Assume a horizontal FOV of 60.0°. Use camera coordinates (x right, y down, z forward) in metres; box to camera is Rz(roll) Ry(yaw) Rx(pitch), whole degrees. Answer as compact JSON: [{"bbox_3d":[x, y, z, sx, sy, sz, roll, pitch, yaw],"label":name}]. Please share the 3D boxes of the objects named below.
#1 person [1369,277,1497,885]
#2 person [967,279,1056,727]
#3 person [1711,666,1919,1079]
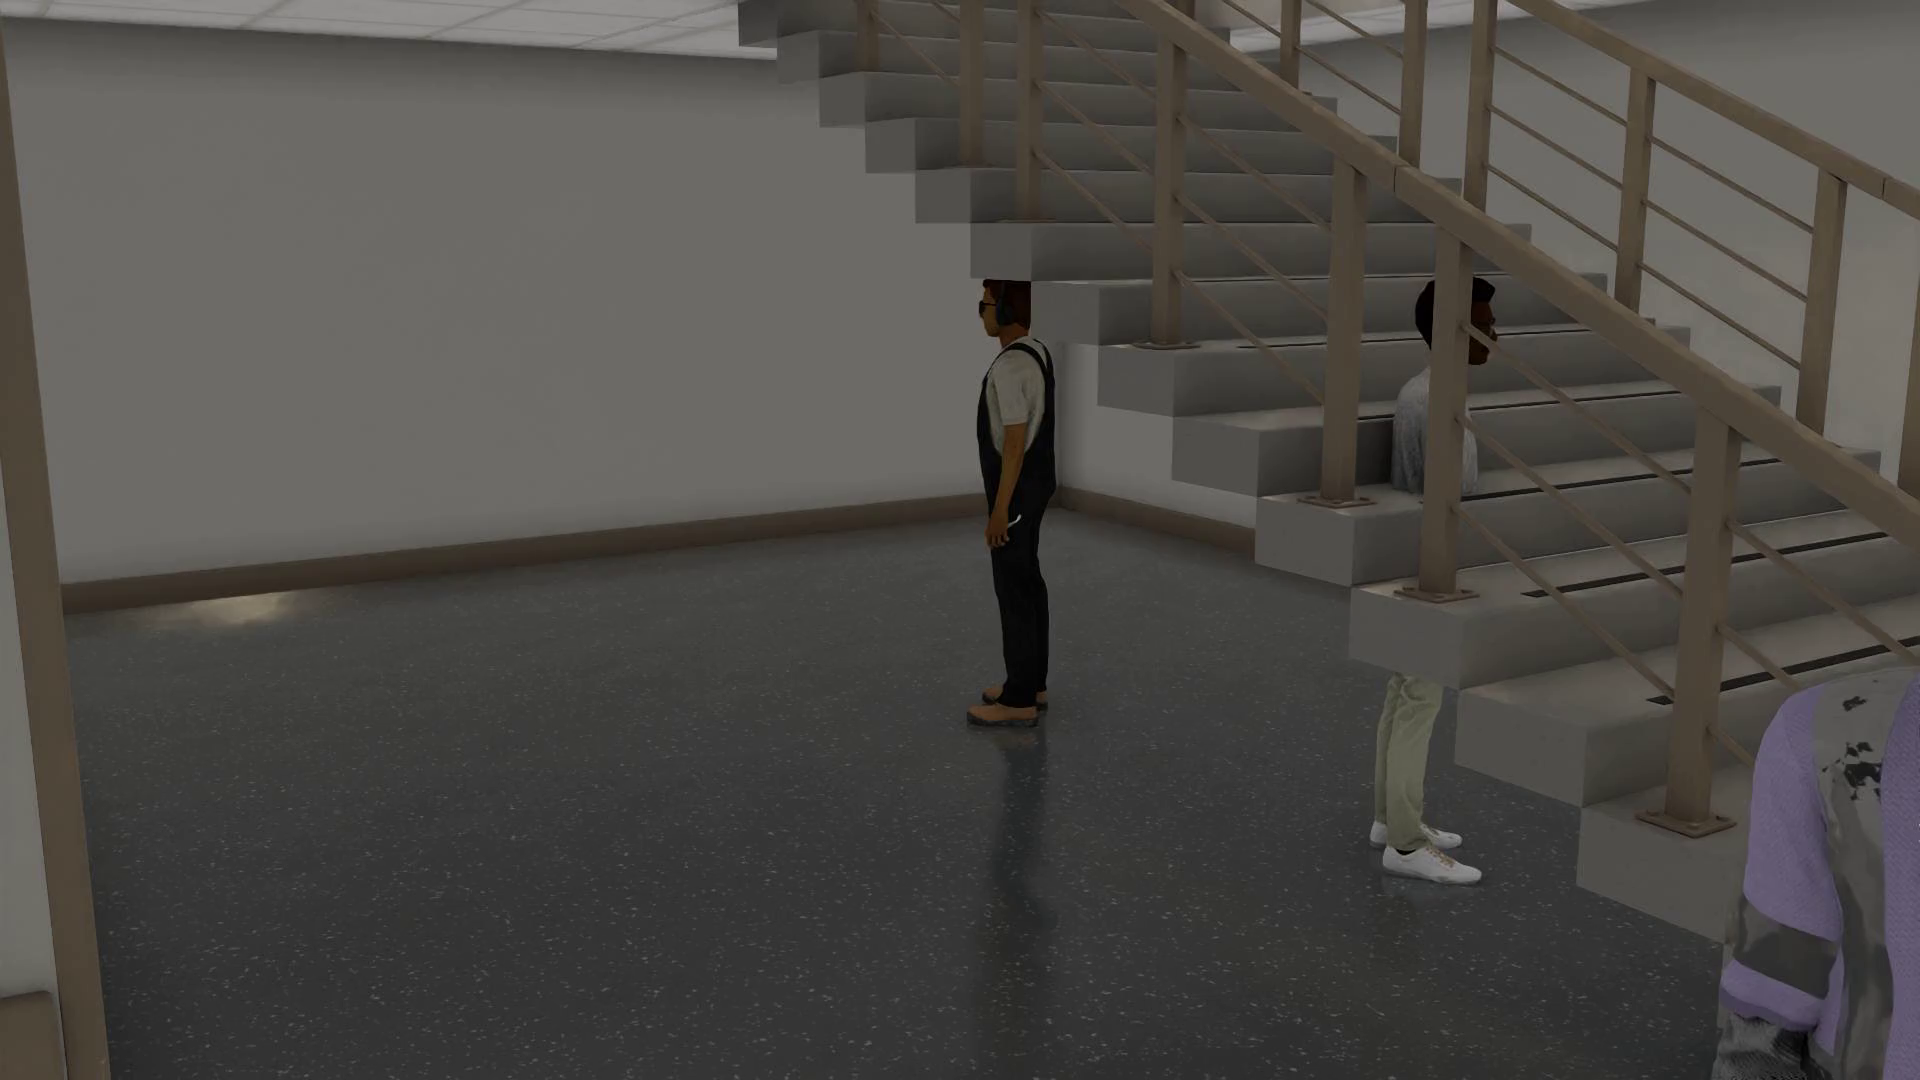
[{"bbox_3d":[1.482,0.115,5.187,0.335,1.873,0.520,2,11,9],"label":"person"},{"bbox_3d":[0.212,-0.165,6.718,0.331,1.844,0.519,3,11,15],"label":"person"},{"bbox_3d":[1.000,0.765,1.598,0.550,1.933,0.373,7,13,34],"label":"person"}]
